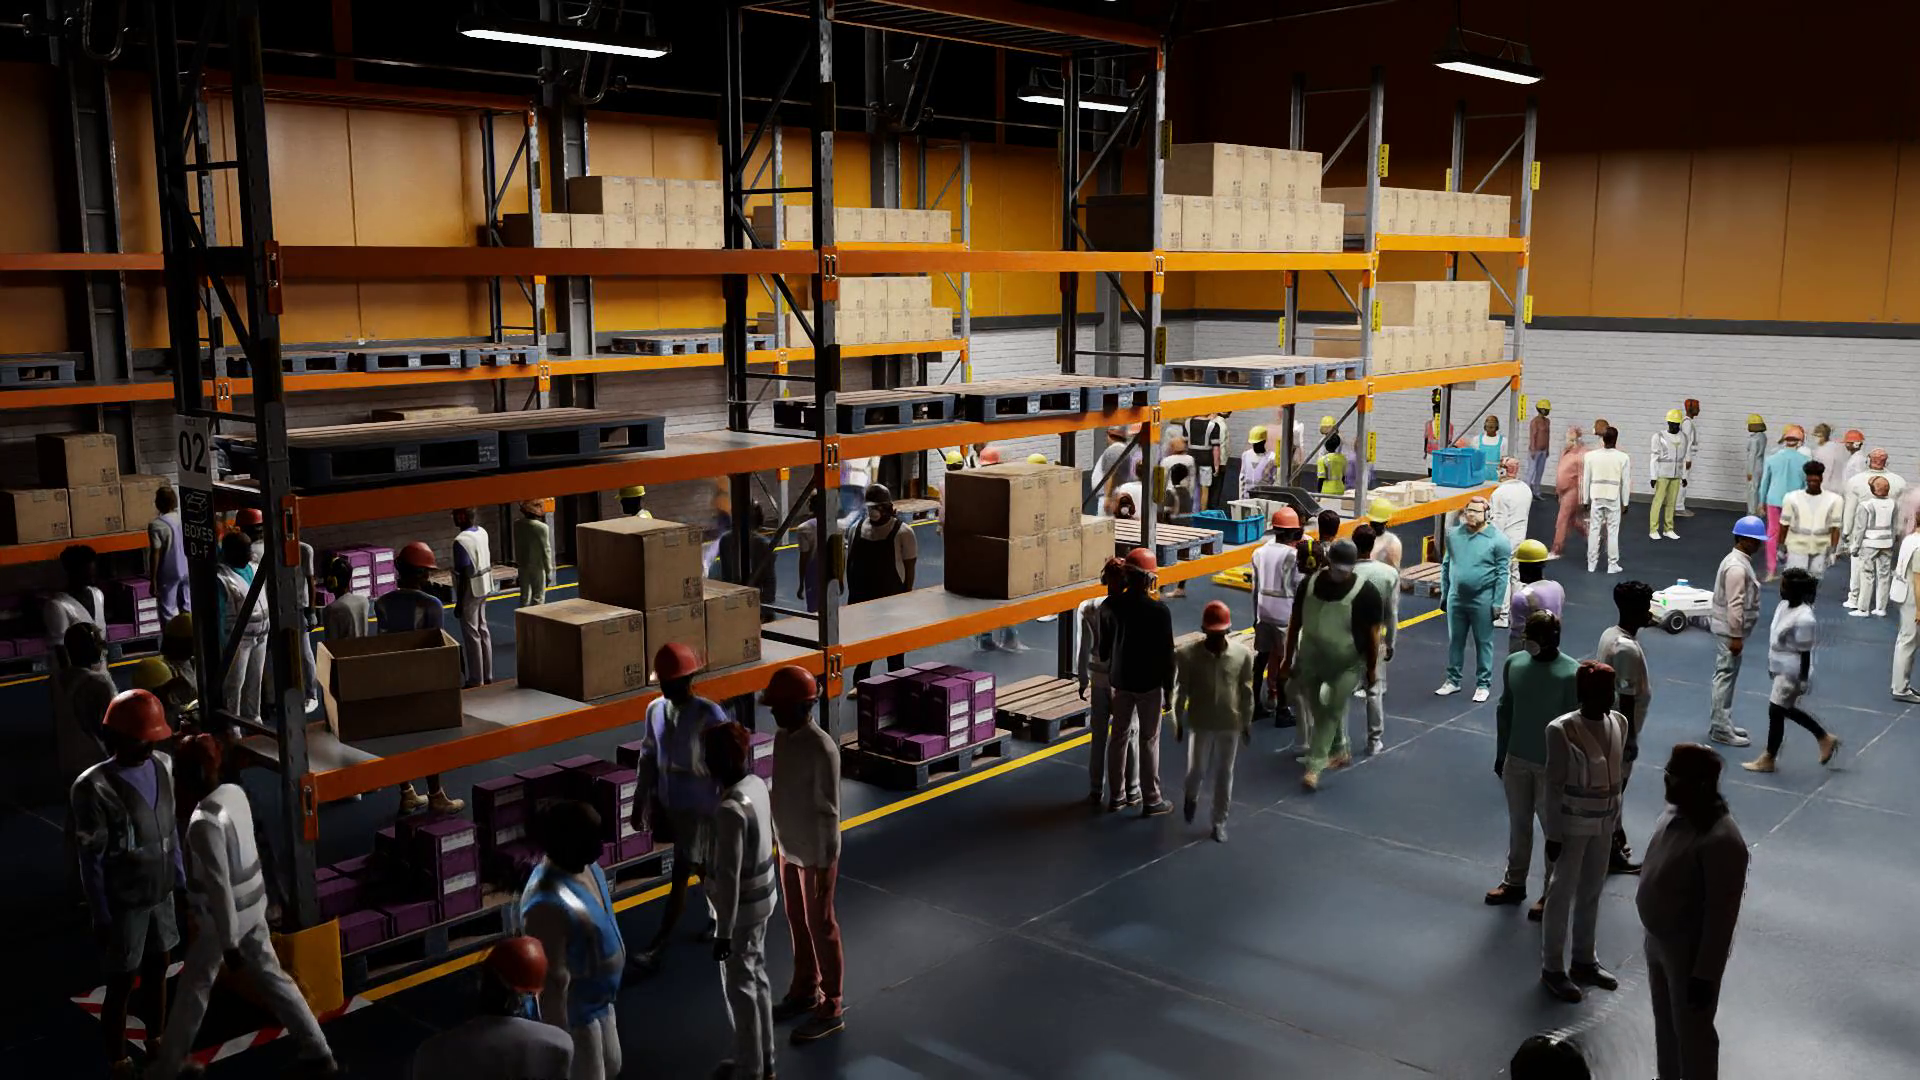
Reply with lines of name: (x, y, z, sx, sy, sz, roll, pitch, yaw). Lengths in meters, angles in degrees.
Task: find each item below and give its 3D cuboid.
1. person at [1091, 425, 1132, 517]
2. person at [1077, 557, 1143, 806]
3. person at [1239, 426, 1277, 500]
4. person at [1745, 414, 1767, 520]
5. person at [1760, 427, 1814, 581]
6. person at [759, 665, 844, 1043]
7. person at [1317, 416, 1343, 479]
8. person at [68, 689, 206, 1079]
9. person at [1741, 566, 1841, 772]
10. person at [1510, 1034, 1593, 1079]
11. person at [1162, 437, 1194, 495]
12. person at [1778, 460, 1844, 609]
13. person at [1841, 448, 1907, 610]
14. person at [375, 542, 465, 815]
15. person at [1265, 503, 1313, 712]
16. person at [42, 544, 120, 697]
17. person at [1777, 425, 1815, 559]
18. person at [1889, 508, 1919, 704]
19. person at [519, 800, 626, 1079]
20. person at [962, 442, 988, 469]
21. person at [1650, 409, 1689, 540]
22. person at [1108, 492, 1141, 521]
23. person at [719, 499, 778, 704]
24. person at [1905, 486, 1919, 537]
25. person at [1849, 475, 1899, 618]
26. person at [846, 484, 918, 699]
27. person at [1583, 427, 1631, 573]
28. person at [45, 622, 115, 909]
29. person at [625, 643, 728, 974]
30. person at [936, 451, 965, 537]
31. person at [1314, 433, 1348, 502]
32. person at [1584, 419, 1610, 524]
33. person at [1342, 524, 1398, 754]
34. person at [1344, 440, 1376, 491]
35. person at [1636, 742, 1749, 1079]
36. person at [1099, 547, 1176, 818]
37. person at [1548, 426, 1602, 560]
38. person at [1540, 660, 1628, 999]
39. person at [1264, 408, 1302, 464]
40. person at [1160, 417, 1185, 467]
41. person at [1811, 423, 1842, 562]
person: (2.020, -0.648, 22.152, 0.556, 2.000, 0.723, 3, 10, 16)
person: (1.161, 1.060, 12.430, 0.579, 1.883, 0.352, 2, 10, 10)
person: (3.928, -0.550, 21.934, 0.585, 1.918, 0.379, 8, 12, 38)
person: (12.231, -1.078, 25.629, 0.333, 1.735, 0.487, 9, 13, 43)
person: (10.640, -0.475, 21.395, 0.649, 1.943, 0.976, 7, 12, 36)
person: (-0.838, 1.625, 8.758, 0.407, 1.986, 0.616, -6, 11, -32)
person: (5.596, -1.020, 25.294, 0.483, 1.737, 0.319, -7, 12, -36)
person: (-3.962, 1.714, 8.073, 0.392, 2.034, 0.605, 3, 10, 16)
person: (6.650, 1.030, 13.199, 0.701, 1.678, 0.539, 2, 10, 10)
person: (1.725, 2.318, 4.843, 0.635, 1.913, 0.814, 7, 12, 35)
person: (3.047, -0.633, 23.326, 0.542, 1.625, 0.330, -3, 10, -18)
person: (9.192, 0.100, 17.992, 0.603, 1.935, 0.522, 3, 10, 20)
person: (10.644, -0.123, 19.417, 0.639, 1.910, 0.407, 3, 10, 15)
person: (-3.957, 1.025, 12.189, 0.605, 2.034, 0.389, 4, 10, 23)
person: (2.983, 0.604, 15.091, 0.594, 1.909, 0.408, -7, 12, -34)
person: (-6.636, 0.989, 12.615, 0.407, 1.960, 0.649, 2, 10, 9)
person: (11.351, -0.630, 22.581, 0.574, 1.866, 0.587, -3, 10, -17)
person: (8.822, 0.588, 15.396, 0.394, 1.836, 0.561, 4, 10, 23)
person: (-1.691, 1.980, 7.099, 0.527, 1.827, 0.643, 0, 10, 0)
person: (0.257, -0.614, 23.240, 0.530, 1.607, 0.679, 4, 10, 21)
person: (10.396, -0.959, 24.351, 0.594, 1.924, 0.383, -2, 10, -13)
person: (1.729, 0.296, 17.734, 0.499, 1.633, 0.286, -1, 10, -8)
person: (-1.940, 0.574, 15.327, 0.644, 1.914, 0.887, 5, 11, 26)
person: (10.613, 0.097, 18.064, 0.653, 1.922, 0.567, -5, 11, -29)
person: (10.447, 0.081, 18.995, 0.514, 1.642, 0.310, -2, 10, -11)
person: (-0.763, 0.488, 15.373, 0.677, 2.000, 0.536, 3, 10, 18)
person: (8.456, -0.524, 21.779, 0.588, 1.920, 0.392, 7, 12, 35)
person: (-5.438, 1.422, 10.397, 0.502, 1.840, 0.345, 3, 10, 20)
person: (-1.647, 1.523, 9.653, 0.572, 1.878, 1.003, 6, 11, 33)
person: (-0.061, -0.206, 20.335, 0.523, 1.769, 0.313, -7, 12, -37)
person: (5.164, -0.648, 23.180, 0.536, 1.697, 0.318, -6, 11, -32)
person: (9.921, -1.058, 25.816, 0.275, 1.632, 0.507, 1, 10, 6)
person: (3.311, 0.823, 13.774, 0.590, 1.909, 0.404, 1, 10, 9)
person: (5.701, -0.710, 23.862, 0.839, 1.591, 0.569, 9, 13, 43)
person: (3.297, 1.857, 7.613, 0.401, 1.902, 0.677, 0, 10, 2)
person: (1.306, 1.043, 12.201, 0.610, 1.993, 0.380, 7, 12, 35)
person: (8.375, -0.639, 22.627, 0.810, 1.862, 0.690, -1, 10, -4)
person: (3.479, 1.592, 9.249, 0.584, 1.882, 0.348, -5, 11, -28)
person: (4.908, -1.119, 25.583, 0.697, 1.851, 0.995, 9, 13, 44)
person: (3.500, -1.316, 27.128, 0.499, 1.702, 0.798, -4, 10, -22)
person: (11.727, -0.639, 22.515, 0.534, 1.899, 0.648, 4, 10, 20)
